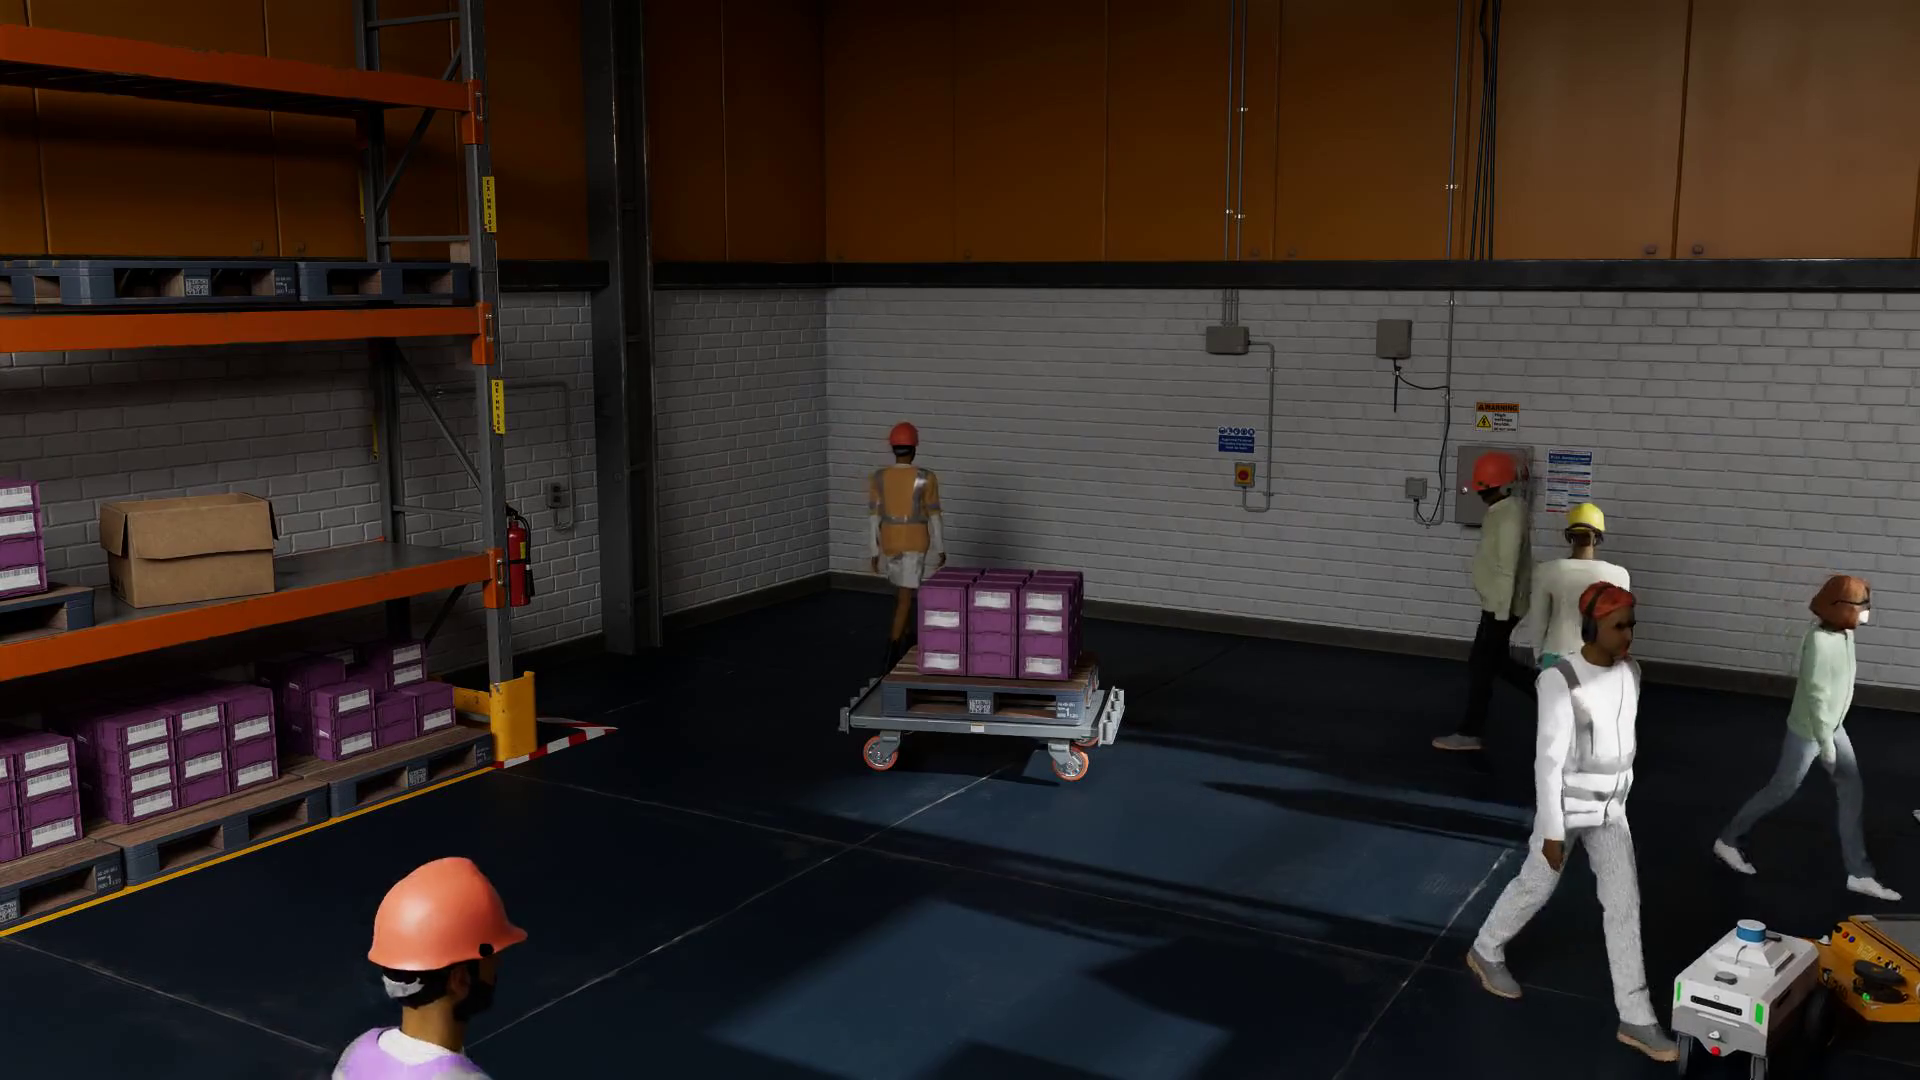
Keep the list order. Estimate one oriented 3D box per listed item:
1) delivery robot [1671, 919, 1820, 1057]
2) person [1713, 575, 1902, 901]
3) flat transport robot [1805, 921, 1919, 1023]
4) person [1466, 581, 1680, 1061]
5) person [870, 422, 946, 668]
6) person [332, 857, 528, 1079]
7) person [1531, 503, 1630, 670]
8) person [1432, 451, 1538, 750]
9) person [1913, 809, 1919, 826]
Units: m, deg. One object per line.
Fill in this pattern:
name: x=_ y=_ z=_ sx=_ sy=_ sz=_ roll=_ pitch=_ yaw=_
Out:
delivery robot: x=3.010 y=1.697 z=6.360 sx=0.477 sy=0.478 sz=0.707 roll=8 pitch=12 yaw=42
person: x=4.193 y=0.935 z=8.209 sx=0.500 sy=1.585 sz=0.857 roll=-8 pitch=12 yaw=-43
flat transport robot: x=4.343 y=1.786 z=6.982 sx=1.431 sy=0.197 sz=0.652 roll=0 pitch=9 yaw=-1
person: x=2.459 y=1.060 z=6.679 sx=0.595 sy=1.839 sz=1.010 roll=-5 pitch=10 yaw=-29
person: x=-0.442 y=0.036 z=12.884 sx=0.549 sy=1.899 sz=0.979 roll=3 pitch=10 yaw=20
person: x=-1.060 y=1.574 z=3.221 sx=0.823 sy=1.912 sz=0.555 roll=-8 pitch=12 yaw=-41
person: x=3.548 y=0.648 z=9.519 sx=0.535 sy=1.732 sz=0.782 roll=5 pitch=11 yaw=30
person: x=3.463 y=0.402 z=10.446 sx=0.813 sy=1.945 sz=0.656 roll=2 pitch=9 yaw=10
person: x=5.451 y=0.771 z=8.409 sx=0.686 sy=1.842 sz=1.015 roll=-7 pitch=11 yaw=-37
